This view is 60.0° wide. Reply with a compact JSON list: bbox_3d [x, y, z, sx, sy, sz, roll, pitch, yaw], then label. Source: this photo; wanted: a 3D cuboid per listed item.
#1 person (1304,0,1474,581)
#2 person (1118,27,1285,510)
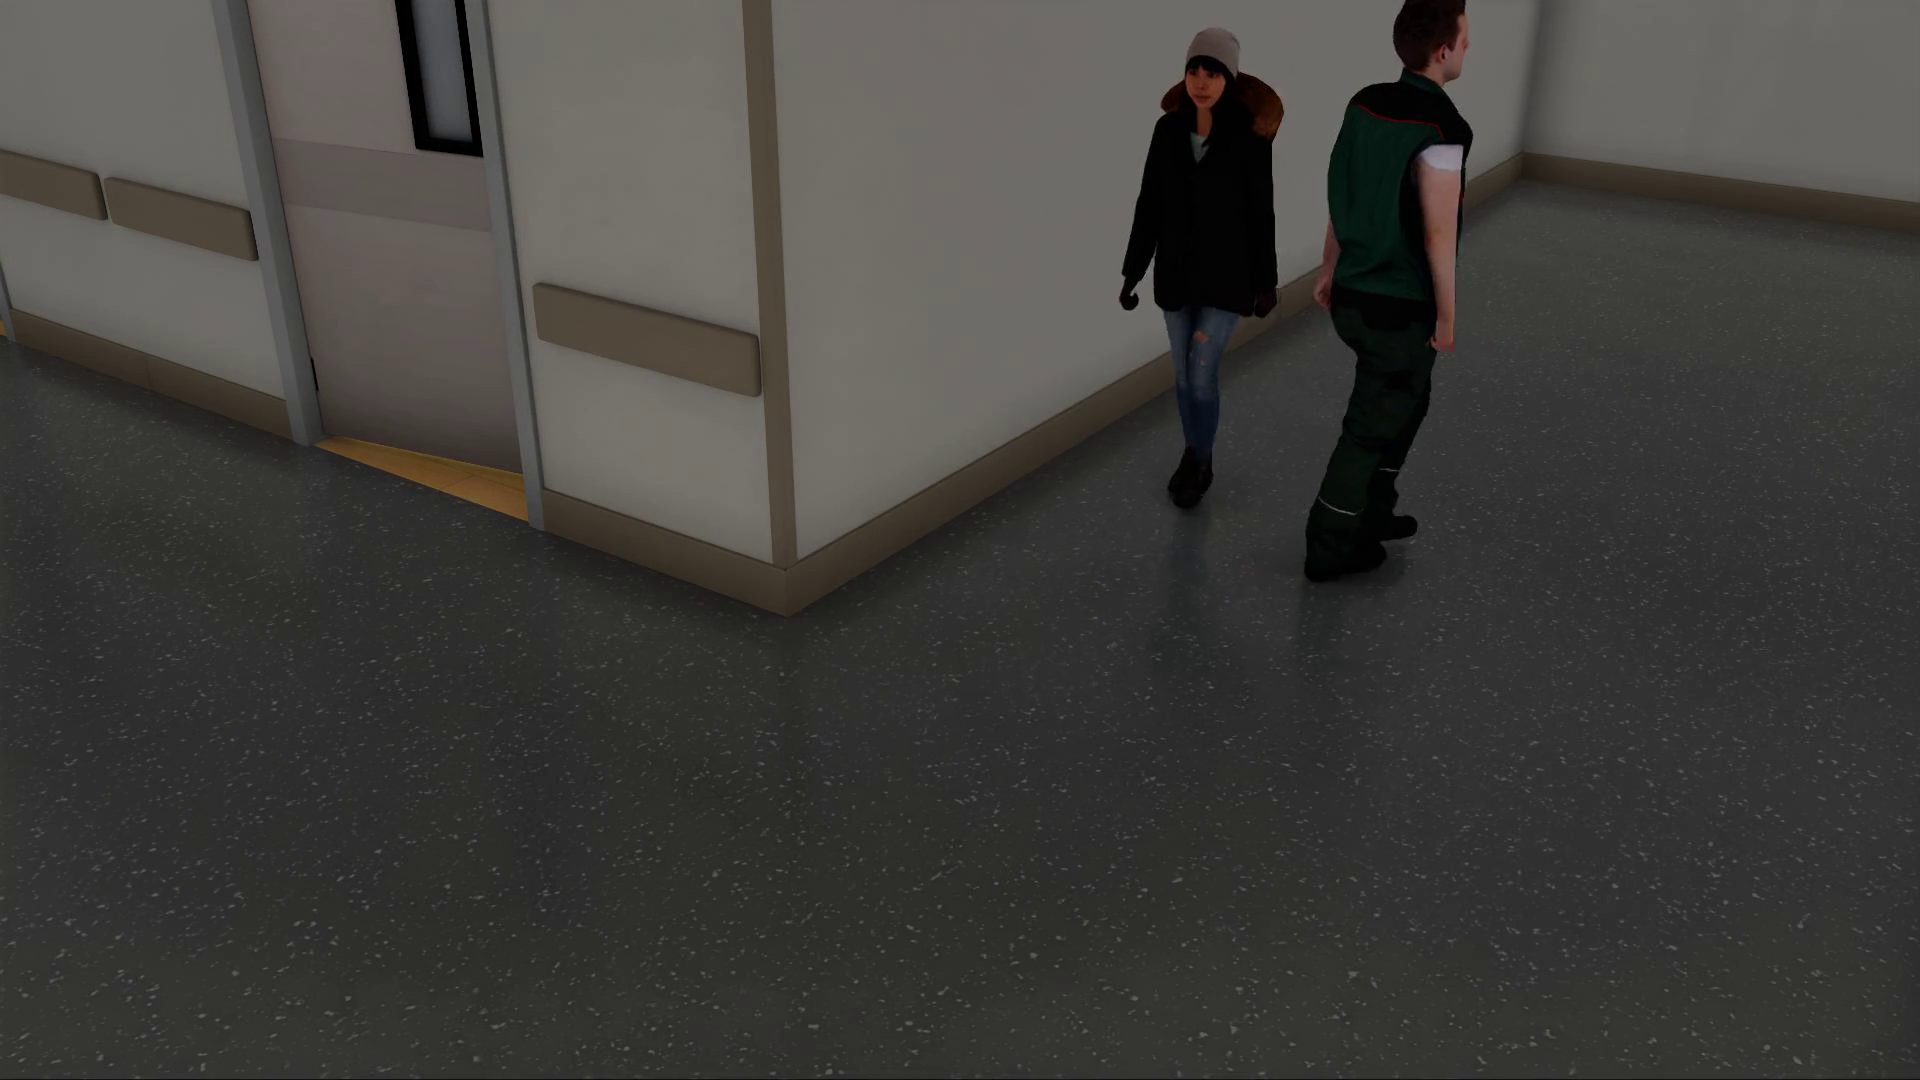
[{"bbox_3d":[1.237,-0.719,5.058,0.890,1.824,0.832,-10,27,-19],"label":"person"},{"bbox_3d":[0.872,-0.936,5.740,0.627,1.623,0.582,17,31,31],"label":"person"}]
